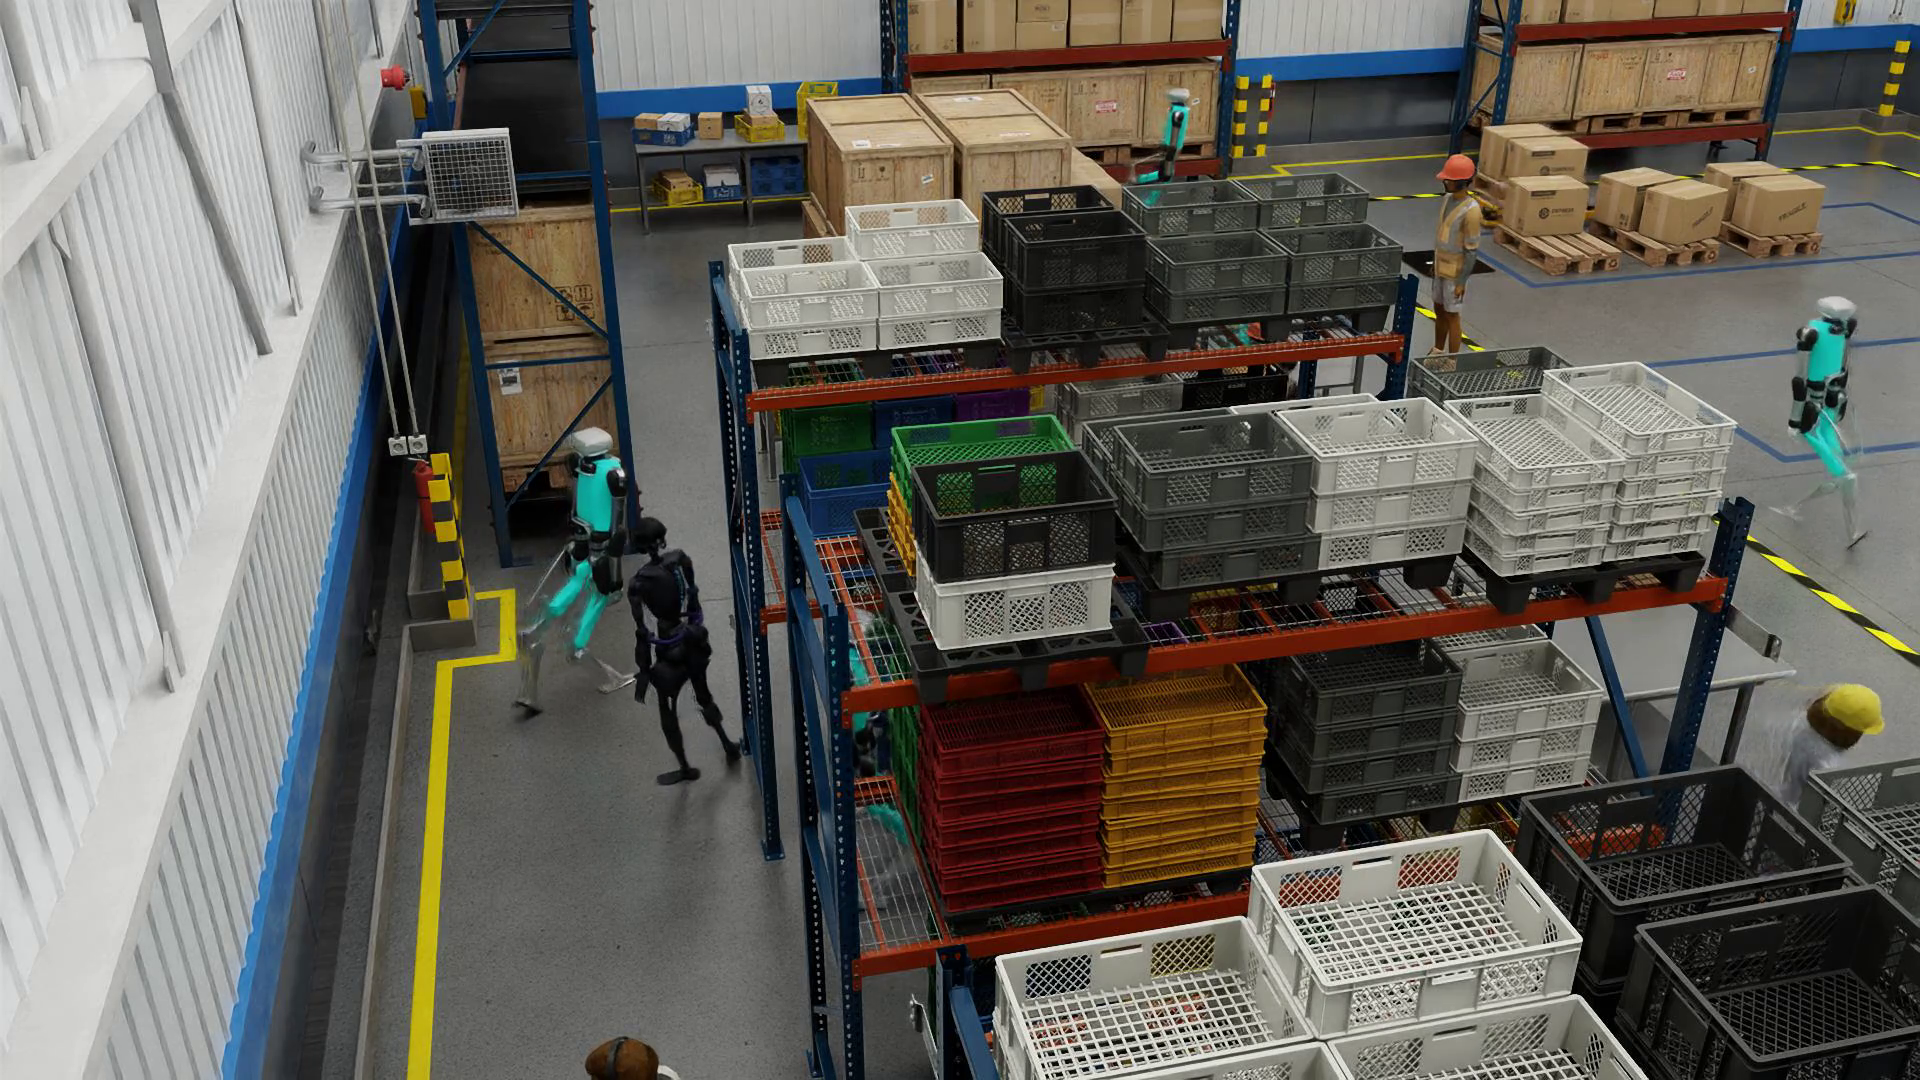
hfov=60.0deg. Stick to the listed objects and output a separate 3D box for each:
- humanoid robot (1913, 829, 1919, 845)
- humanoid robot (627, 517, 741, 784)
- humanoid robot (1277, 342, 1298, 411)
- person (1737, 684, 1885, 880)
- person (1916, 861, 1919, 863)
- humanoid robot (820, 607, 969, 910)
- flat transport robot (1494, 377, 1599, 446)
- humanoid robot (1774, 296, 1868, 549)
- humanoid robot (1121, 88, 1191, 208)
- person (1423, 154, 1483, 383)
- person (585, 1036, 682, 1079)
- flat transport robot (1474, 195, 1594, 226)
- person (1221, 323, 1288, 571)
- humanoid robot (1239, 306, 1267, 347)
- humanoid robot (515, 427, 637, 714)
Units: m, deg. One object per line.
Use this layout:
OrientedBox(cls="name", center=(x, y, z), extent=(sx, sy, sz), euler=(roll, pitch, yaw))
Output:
OrientedBox(cls="humanoid robot", center=(4.126, 1.799, 7.165), extent=(0.760, 1.625, 0.603), euler=(-5, 28, -10))
OrientedBox(cls="humanoid robot", center=(-1.561, 0.633, 9.345), extent=(0.479, 1.644, 0.611), euler=(14, 31, 24))
OrientedBox(cls="humanoid robot", center=(2.182, -0.621, 11.725), extent=(0.367, 1.646, 0.587), euler=(-20, 34, -34))
OrientedBox(cls="person", center=(3.904, 1.357, 7.924), extent=(0.666, 1.702, 0.528), euler=(2, 28, 4))
OrientedBox(cls="person", center=(3.463, 2.010, 6.333), extent=(0.368, 2.044, 0.607), euler=(2, 28, 4))
OrientedBox(cls="humanoid robot", center=(-0.248, 1.161, 8.325), extent=(0.883, 1.831, 0.556), euler=(0, 28, 0))
OrientedBox(cls="flat transport robot", center=(4.780, -1.036, 14.013), extent=(0.659, 0.231, 1.431), euler=(-6, 28, -12))
OrientedBox(cls="humanoid robot", center=(6.431, -0.805, 12.039), extent=(0.556, 1.776, 0.966), euler=(-14, 31, -25))
OrientedBox(cls="humanoid robot", center=(2.080, -4.074, 18.255), extent=(1.035, 1.755, 0.541), euler=(5, 28, 10))
OrientedBox(cls="person", center=(4.306, -2.387, 14.677), extent=(0.389, 2.038, 0.610), euler=(-4, 28, -7))
OrientedBox(cls="person", center=(-1.055, 2.423, 5.765), extent=(0.345, 1.839, 0.504), euler=(-1, 28, -3))
OrientedBox(cls="flat transport robot", center=(6.605, -3.887, 19.391), extent=(1.431, 0.197, 0.652), euler=(-6, 28, -12))
OrientedBox(cls="person", center=(2.035, -0.677, 11.541), extent=(0.375, 1.936, 0.547), euler=(-22, 35, -35))
OrientedBox(cls="humanoid robot", center=(1.938, -1.091, 12.438), extent=(0.742, 1.695, 0.530), euler=(-2, 28, -4))
OrientedBox(cls="humanoid robot", center=(-2.419, 0.268, 10.001), extent=(0.996, 1.772, 0.560), euler=(-24, 36, -38))
